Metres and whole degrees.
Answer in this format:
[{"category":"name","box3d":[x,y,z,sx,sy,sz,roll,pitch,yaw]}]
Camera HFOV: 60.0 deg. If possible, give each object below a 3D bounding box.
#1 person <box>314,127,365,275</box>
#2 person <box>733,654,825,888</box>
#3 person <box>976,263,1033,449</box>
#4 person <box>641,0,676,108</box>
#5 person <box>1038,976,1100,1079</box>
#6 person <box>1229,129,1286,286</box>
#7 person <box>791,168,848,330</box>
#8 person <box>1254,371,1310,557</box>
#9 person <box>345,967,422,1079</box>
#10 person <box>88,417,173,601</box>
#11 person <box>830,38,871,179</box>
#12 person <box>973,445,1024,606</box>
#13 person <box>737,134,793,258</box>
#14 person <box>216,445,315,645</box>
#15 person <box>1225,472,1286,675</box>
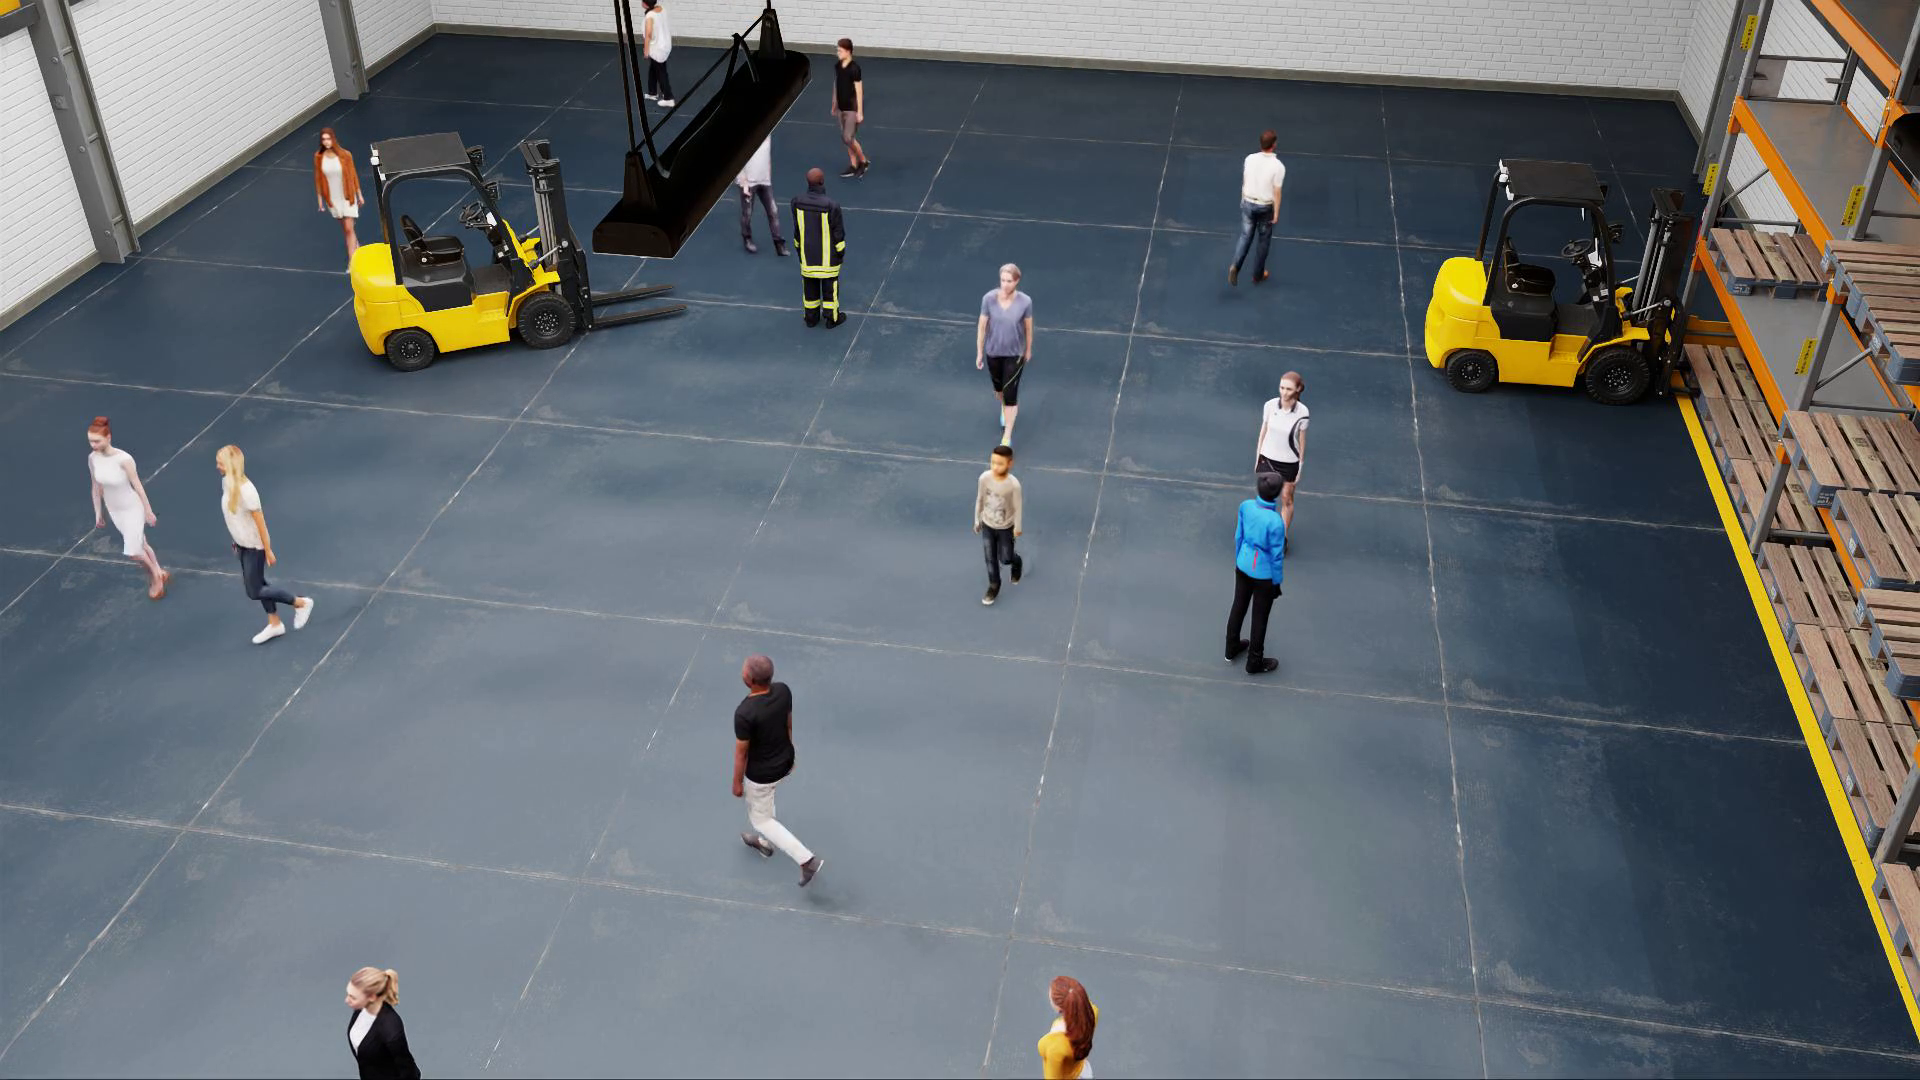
[{"category":"person","box3d":[-7.268,-4.043,19.547,0.829,1.676,1.161,-2,34,-3]},{"category":"person","box3d":[-1.226,1.555,11.029,0.991,1.782,1.100,21,39,28]},{"category":"person","box3d":[0.450,-1.822,16.042,0.714,1.857,1.209,8,34,12]},{"category":"person","box3d":[-4.353,-7.146,24.221,0.782,1.670,0.797,9,35,14]},{"category":"person","box3d":[0.583,2.965,8.932,0.735,1.756,0.628,21,39,28]},{"category":"person","box3d":[3.352,-3.748,18.955,0.933,1.840,1.119,22,39,29]},{"category":"person","box3d":[-1.533,-3.193,18.135,0.767,1.822,0.689,9,35,13]},{"category":"person","box3d":[2.773,-0.673,14.409,0.612,1.752,0.618,13,36,19]},{"category":"person","box3d":[-3.059,2.932,9.026,0.731,1.707,0.701,-28,43,-35]},{"category":"person","box3d":[-6.815,-0.269,13.778,0.636,1.777,0.675,10,35,14]},{"category":"person","box3d":[-1.380,-5.681,21.853,0.874,1.851,0.821,-23,40,-30]},{"category":"person","box3d":[0.353,-0.162,13.910,0.658,1.453,0.798,15,36,21]},{"category":"person","box3d":[-2.484,-4.262,19.767,1.077,1.798,1.156,-20,39,-28]},{"category":"person","box3d":[-5.590,0.017,13.330,0.885,1.797,0.814,-26,41,-33]},{"category":"person","box3d":[2.311,0.242,12.994,0.733,1.793,0.679,-23,40,-30]}]
